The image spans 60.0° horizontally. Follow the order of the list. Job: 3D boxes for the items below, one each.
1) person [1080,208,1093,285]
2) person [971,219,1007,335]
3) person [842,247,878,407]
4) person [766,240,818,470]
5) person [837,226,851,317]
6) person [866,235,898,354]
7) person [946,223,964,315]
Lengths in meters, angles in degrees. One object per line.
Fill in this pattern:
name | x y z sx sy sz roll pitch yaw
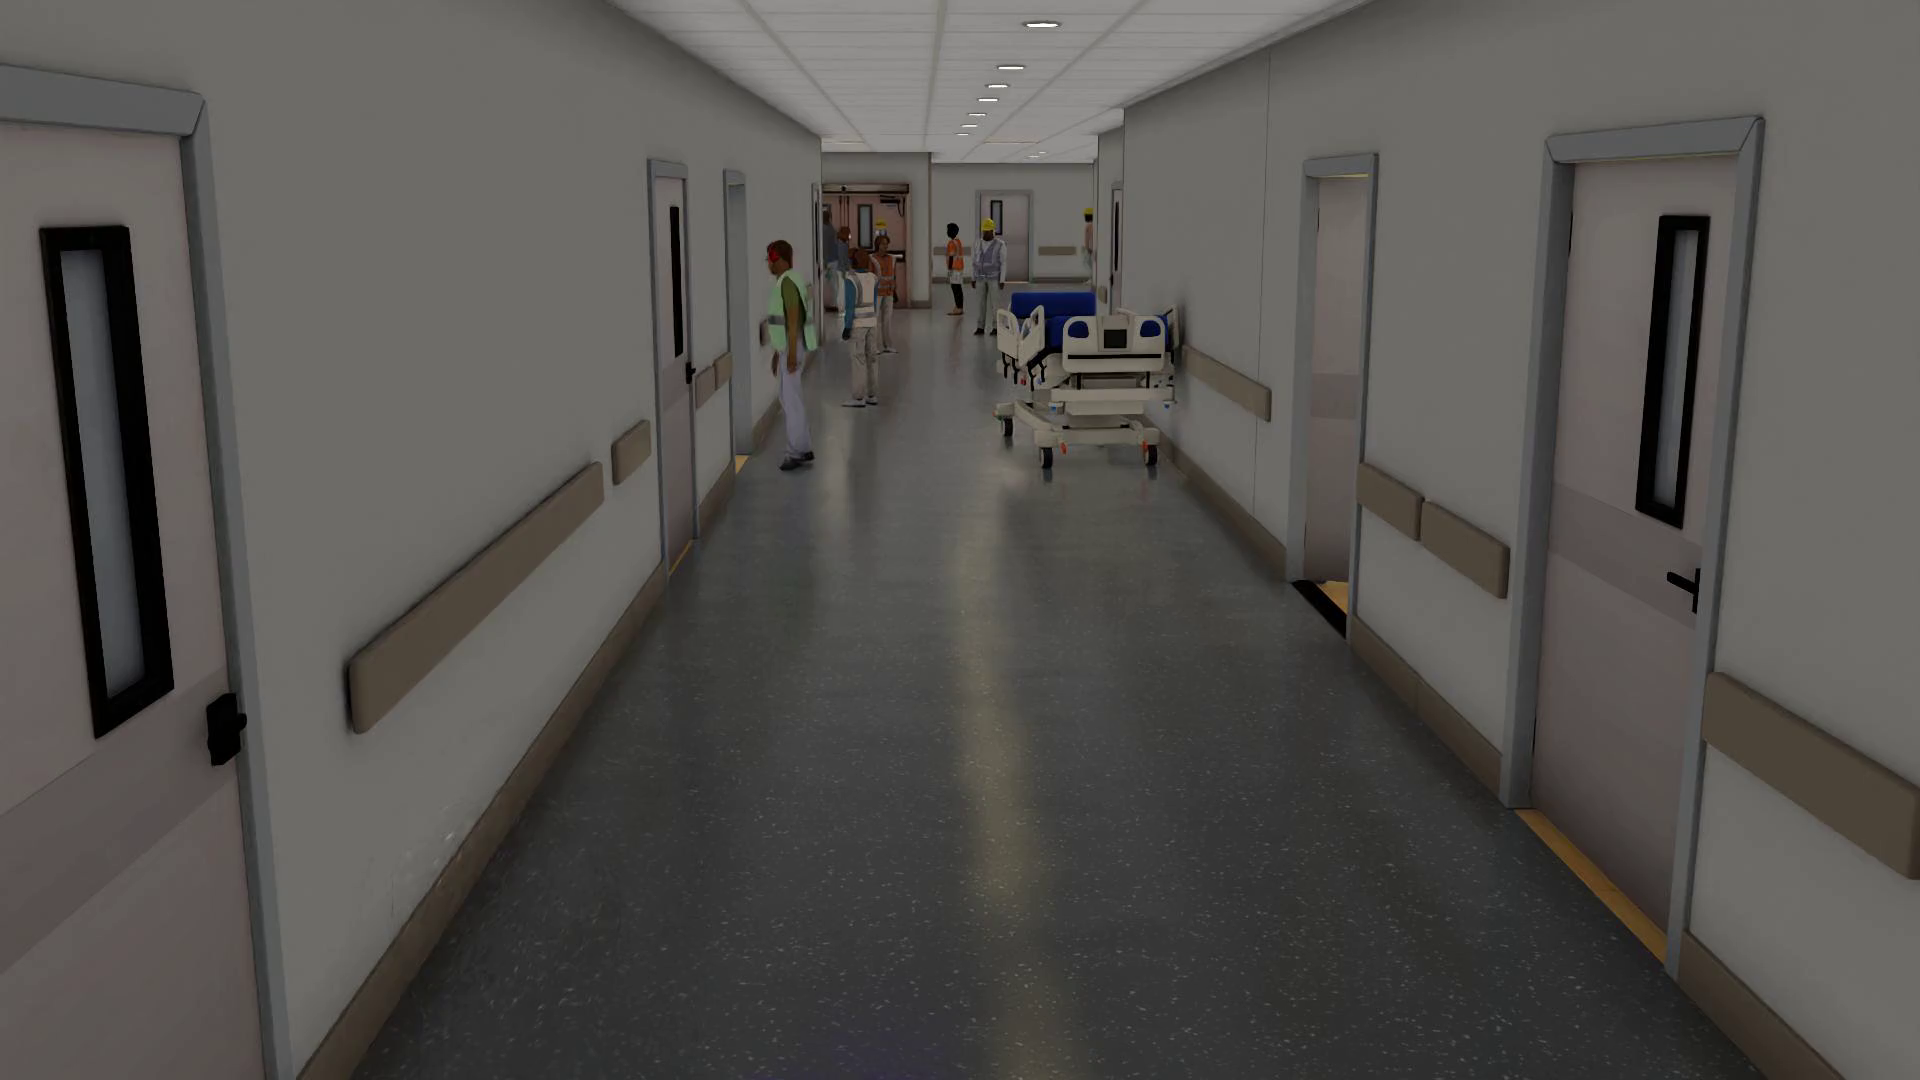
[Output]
person | 3.218 -7.289 41.340 0.428 1.901 0.606 3 12 15
person | 0.442 -4.131 26.171 0.590 1.824 0.403 6 13 25
person | -1.026 -2.192 17.157 0.309 1.641 0.513 7 14 31
person | -1.338 -1.478 13.292 0.385 1.807 0.676 -3 12 -13
person | -2.089 -4.850 30.124 0.279 1.634 0.498 1 12 4
person | -1.082 -3.397 23.032 0.515 1.641 0.308 -10 15 -40
person | -0.096 -5.002 30.737 0.322 1.689 0.535 3 12 14
